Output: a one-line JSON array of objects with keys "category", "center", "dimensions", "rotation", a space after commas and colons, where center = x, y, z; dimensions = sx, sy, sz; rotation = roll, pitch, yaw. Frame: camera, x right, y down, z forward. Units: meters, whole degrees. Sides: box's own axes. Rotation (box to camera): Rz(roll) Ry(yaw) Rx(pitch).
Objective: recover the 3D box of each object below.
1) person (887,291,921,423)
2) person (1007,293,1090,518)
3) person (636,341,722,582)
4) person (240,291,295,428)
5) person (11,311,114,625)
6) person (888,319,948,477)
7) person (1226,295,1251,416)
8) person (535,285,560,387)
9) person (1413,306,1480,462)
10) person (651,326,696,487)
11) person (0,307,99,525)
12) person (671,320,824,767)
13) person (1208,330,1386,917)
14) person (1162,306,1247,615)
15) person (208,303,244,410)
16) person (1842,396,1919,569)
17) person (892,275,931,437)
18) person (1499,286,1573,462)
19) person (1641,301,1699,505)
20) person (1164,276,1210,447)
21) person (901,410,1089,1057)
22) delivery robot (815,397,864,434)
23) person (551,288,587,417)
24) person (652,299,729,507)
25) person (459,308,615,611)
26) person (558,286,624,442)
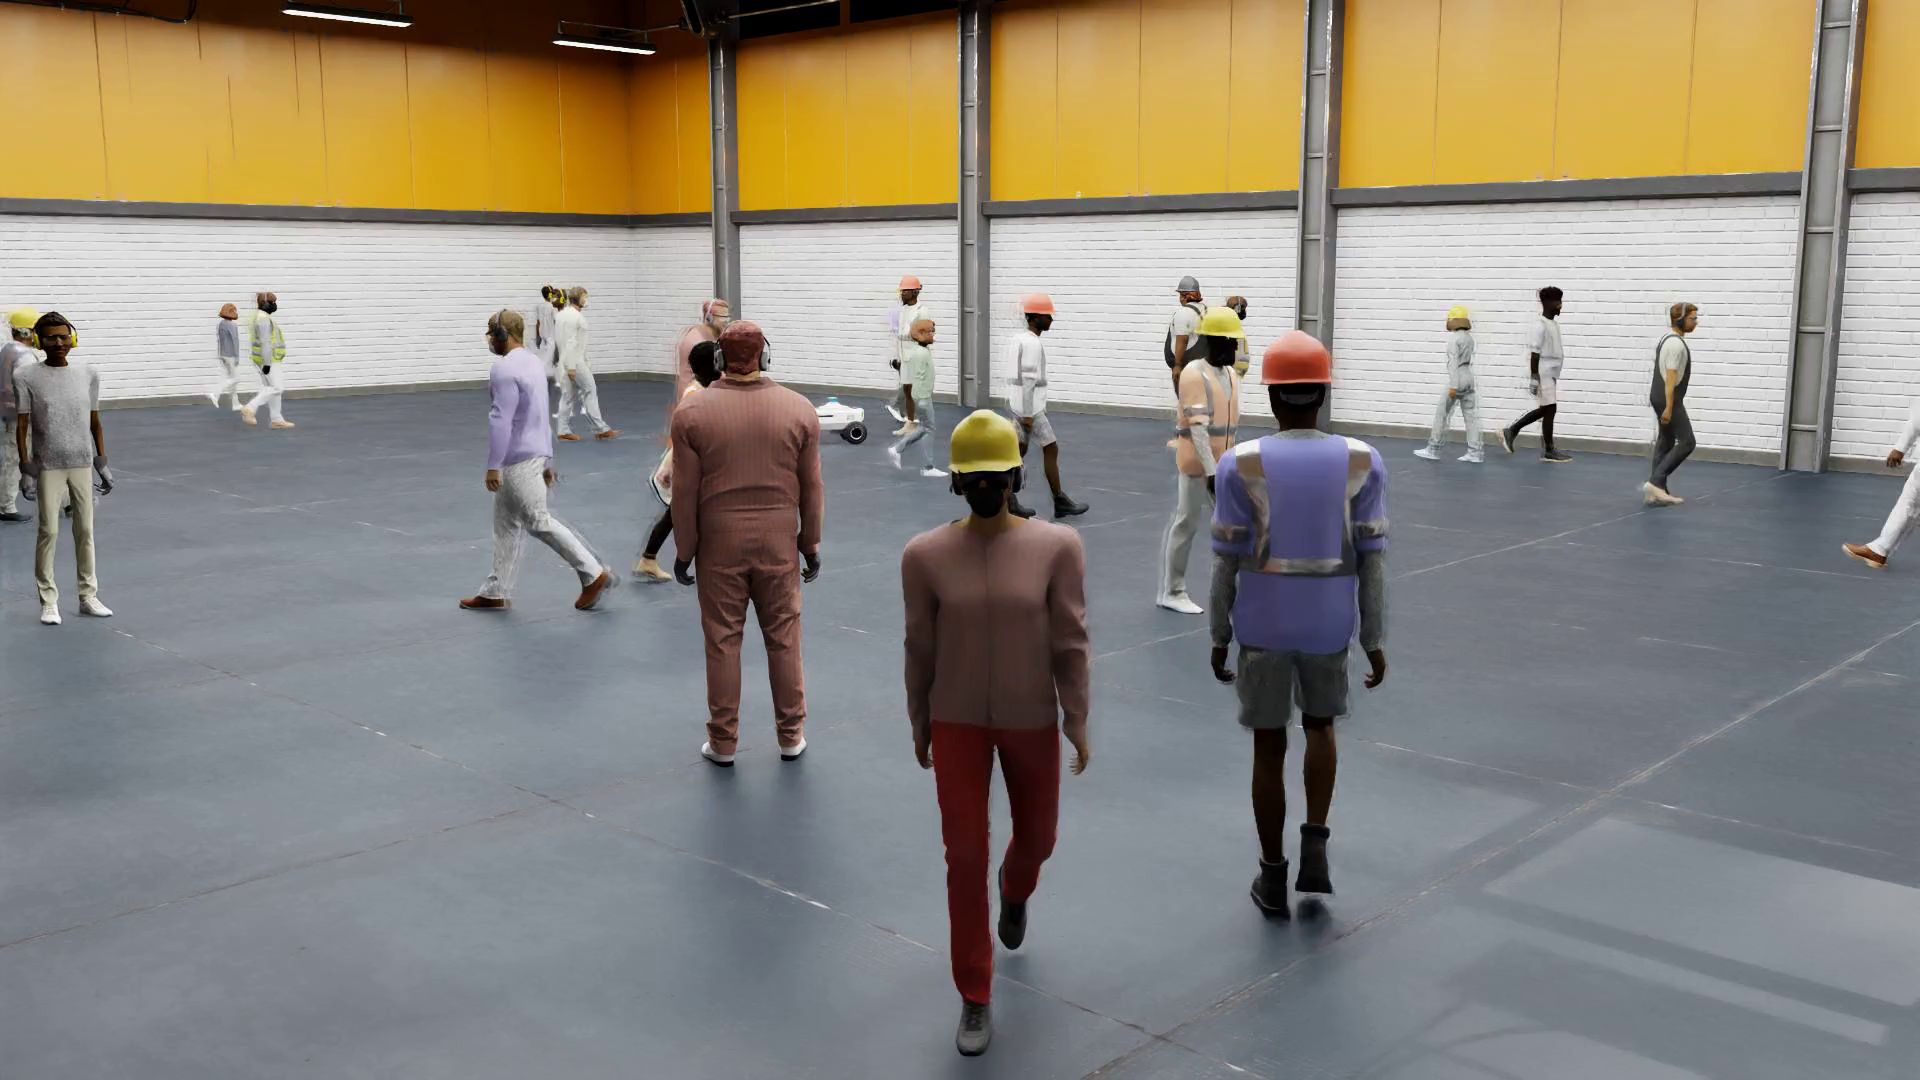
[{"category": "person", "center": [-0.718, -2.541, 22.773], "dimensions": [0.417, 1.910, 0.625], "rotation": [4, 10, 22]}, {"category": "person", "center": [0.737, -1.125, 14.112], "dimensions": [0.859, 1.904, 0.577], "rotation": [-1, 9, -6]}, {"category": "person", "center": [-1.787, -0.512, 11.149], "dimensions": [0.887, 1.648, 0.539], "rotation": [-1, 9, -3]}, {"category": "person", "center": [-9.196, -2.366, 21.992], "dimensions": [0.581, 1.829, 0.631], "rotation": [-5, 10, -27]}, {"category": "person", "center": [-5.382, -0.435, 10.006], "dimensions": [0.317, 1.870, 0.523], "rotation": [8, 13, 42]}, {"category": "person", "center": [-0.423, -1.445, 16.961], "dimensions": [0.548, 1.612, 0.512], "rotation": [0, 9, 1]}, {"category": "person", "center": [3.028, -1.849, 18.819], "dimensions": [0.500, 1.825, 0.655], "rotation": [2, 9, 12]}, {"category": "person", "center": [-7.376, -3.619, 29.689], "dimensions": [0.526, 1.834, 0.921], "rotation": [8, 12, 39]}, {"category": "person", "center": [5.422, -1.722, 18.385], "dimensions": [0.819, 1.710, 0.514], "rotation": [9, 13, 44]}, {"category": "person", "center": [-2.517, -1.214, 15.615], "dimensions": [0.846, 1.596, 0.516], "rotation": [0, 9, 2]}, {"category": "person", "center": [-7.686, -1.037, 13.904], "dimensions": [0.902, 1.792, 0.613], "rotation": [-7, 12, -38]}, {"category": "person", "center": [-0.911, 0.016, 7.131], "dimensions": [0.652, 1.904, 0.404], "rotation": [-3, 10, -15]}, {"category": "person", "center": [1.099, 0.279, 5.466], "dimensions": [0.580, 1.919, 0.418], "rotation": [0, 9, 1]}, {"category": "person", "center": [1.598, -0.447, 10.016], "dimensions": [0.925, 1.885, 0.594], "rotation": [9, 13, 43]}, {"category": "person", "center": [-10.942, -2.721, 24.782], "dimensions": [0.507, 1.620, 0.574], "rotation": [8, 12, 42]}, {"category": "person", "center": [6.651, -0.645, 11.401], "dimensions": [0.983, 1.831, 0.599], "rotation": [9, 13, 43]}, {"category": "person", "center": [-0.618, -2.289, 20.840], "dimensions": [0.373, 2.043, 0.614], "rotation": [-6, 11, -34]}, {"category": "person", "center": [6.403, -1.842, 18.418], "dimensions": [0.805, 1.943, 0.611], "rotation": [7, 12, 37]}, {"category": "person", "center": [6.375, -1.206, 14.852], "dimensions": [0.391, 1.832, 0.516], "rotation": [2, 9, 11]}, {"category": "person", "center": [2.691, -2.123, 19.827], "dimensions": [0.536, 2.000, 0.681], "rotation": [8, 12, 39]}, {"category": "person", "center": [0.098, 0.485, 4.741], "dimensions": [0.520, 1.745, 0.740], "rotation": [0, 9, 0]}, {"category": "delivery robot", "center": [-1.535, -1.492, 20.216], "dimensions": [0.707, 0.478, 0.477], "rotation": [-2, 9, -13]}, {"category": "person", "center": [-5.591, -2.671, 23.795], "dimensions": [0.498, 1.851, 0.533], "rotation": [-6, 11, -32]}, {"category": "person", "center": [-2.273, -1.134, 14.274], "dimensions": [0.682, 1.875, 0.675], "rotation": [4, 10, 24]}, {"category": "person", "center": [-2.627, -0.484, 10.288], "dimensions": [0.943, 1.890, 0.697], "rotation": [0, 9, 2]}, {"category": "person", "center": [-4.531, -2.136, 20.307], "dimensions": [0.900, 1.906, 0.655], "rotation": [-2, 9, -11]}]
